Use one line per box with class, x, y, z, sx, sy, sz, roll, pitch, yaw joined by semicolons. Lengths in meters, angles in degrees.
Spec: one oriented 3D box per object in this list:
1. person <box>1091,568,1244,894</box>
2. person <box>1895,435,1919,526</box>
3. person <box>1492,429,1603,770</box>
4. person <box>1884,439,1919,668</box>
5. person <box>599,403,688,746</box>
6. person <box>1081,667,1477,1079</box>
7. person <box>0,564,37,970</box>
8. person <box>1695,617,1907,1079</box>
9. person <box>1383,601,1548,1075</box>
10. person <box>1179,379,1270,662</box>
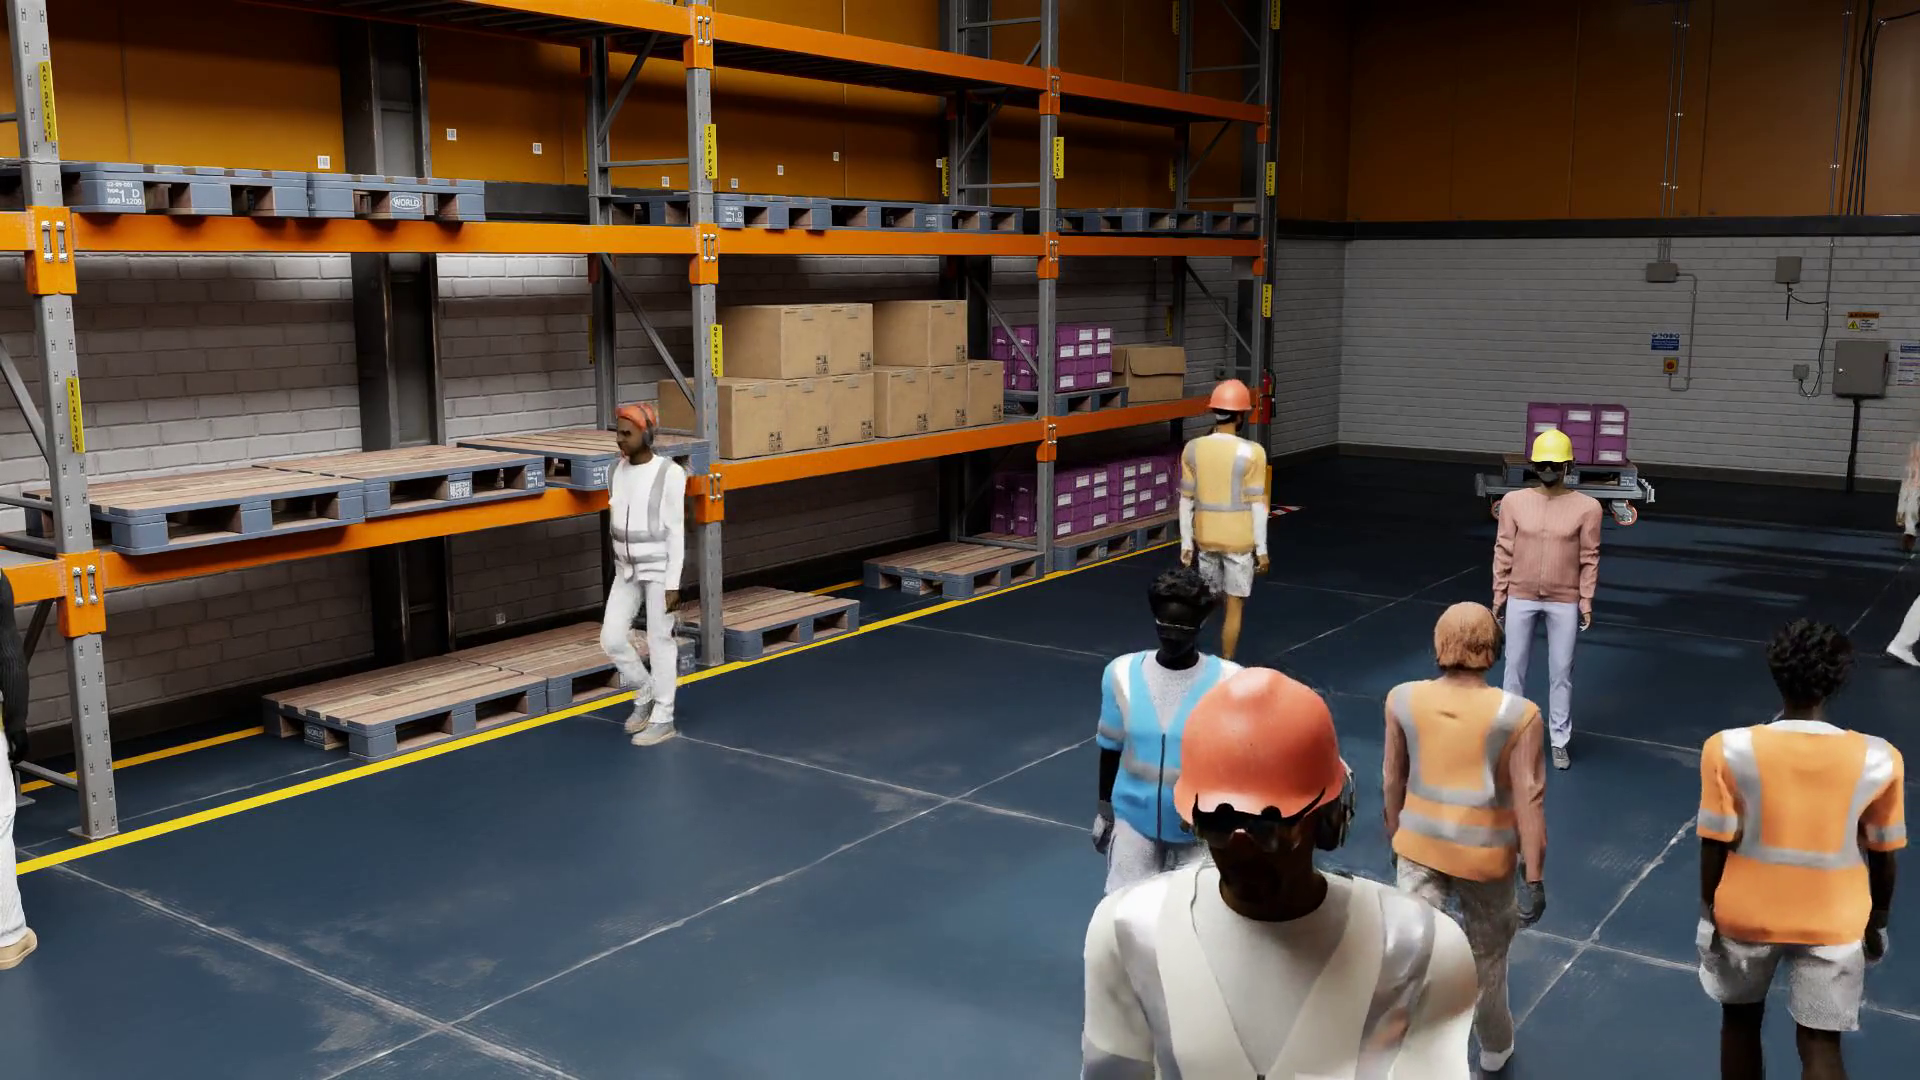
person;0.725;0.888;5.463;0.547;1.680;0.638;4;10;23
person;7.014;-0.220;11.950;0.884;1.691;0.506;-7;12;-36
person;3.026;0.308;8.625;0.525;1.769;0.308;4;10;24
person;6.416;-0.108;10.779;1.000;1.880;0.587;-3;10;-17
person;-1.710;0.197;8.986;0.578;1.870;0.412;6;11;30
person;0.477;1.183;2.639;0.629;2.023;0.452;3;10;20
person;-3.737;0.701;6.076;0.622;1.838;0.429;-4;10;-24
person;2.275;1.048;4.519;0.535;1.667;0.755;3;10;15
person;1.531;0.986;5.110;0.550;1.592;0.861;6;11;33
person;1.565;0.000;9.987;0.551;1.921;0.516;8;12;40
